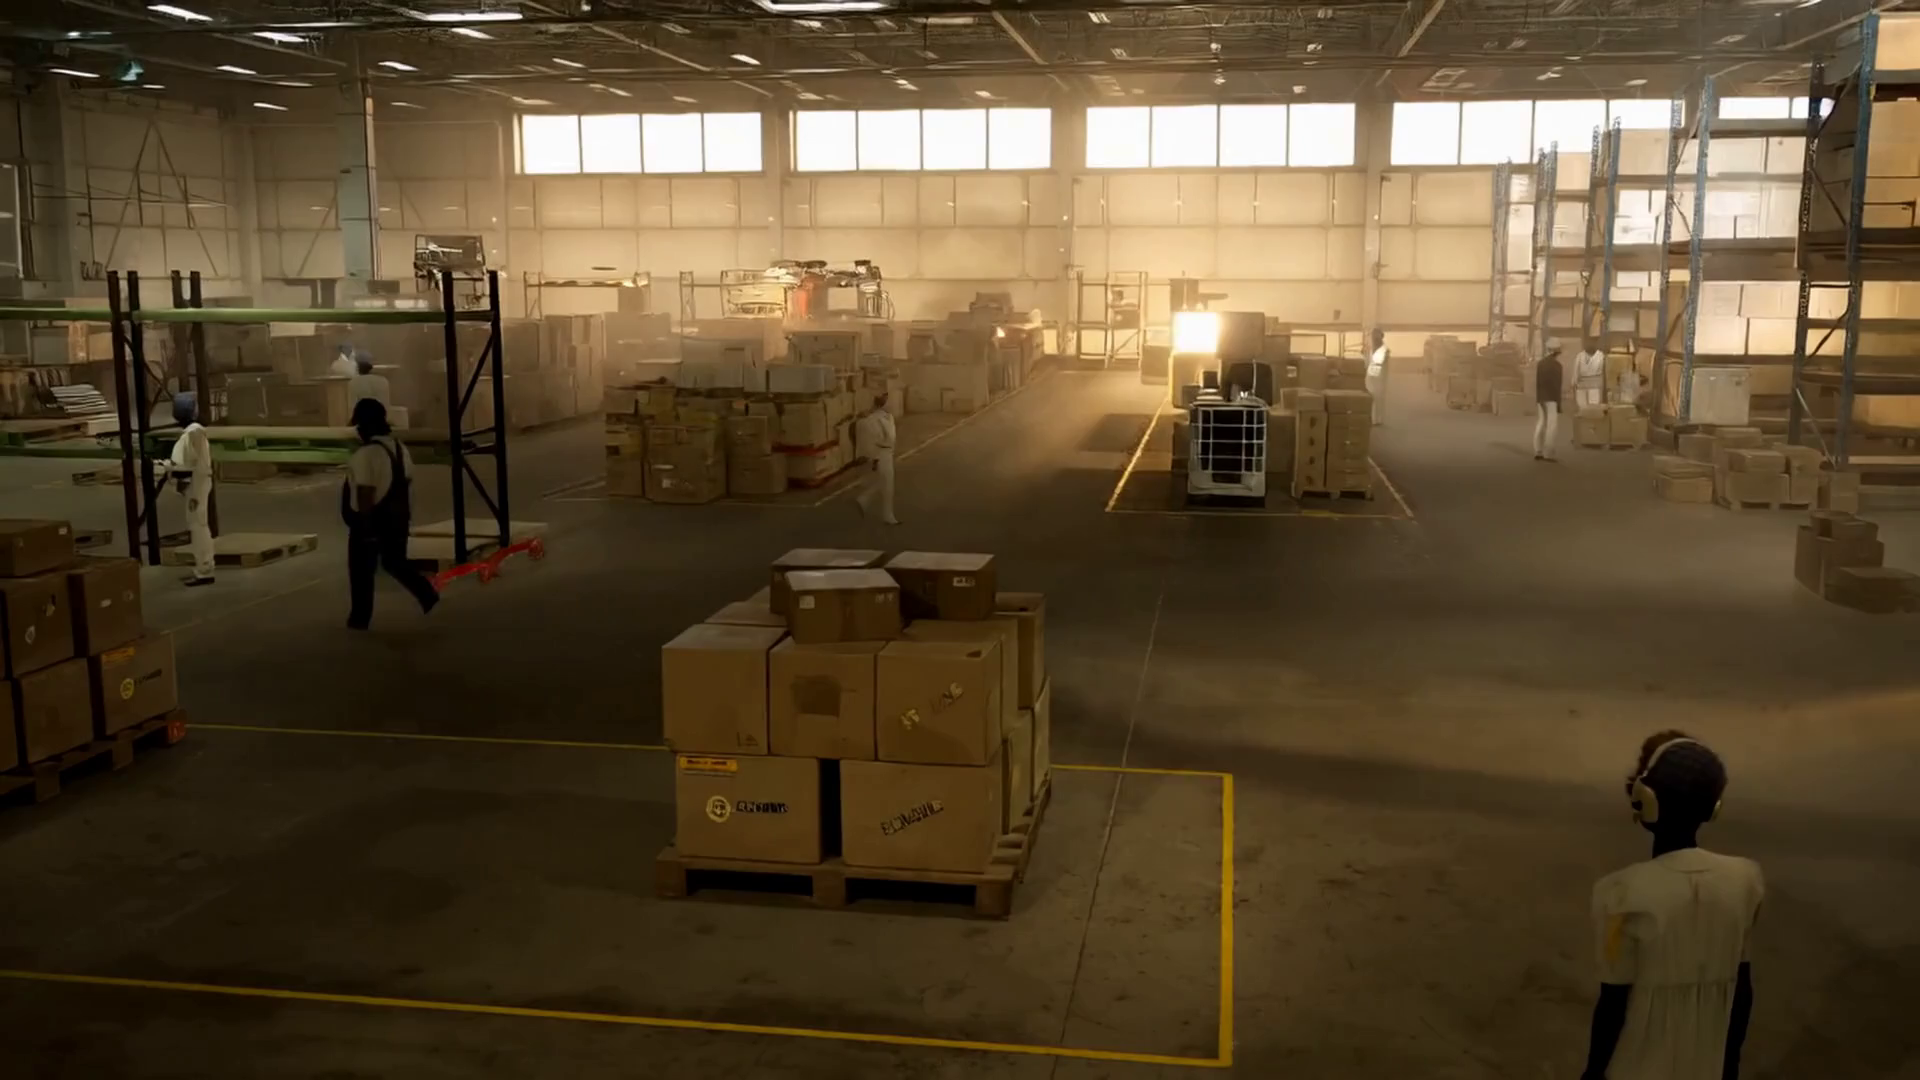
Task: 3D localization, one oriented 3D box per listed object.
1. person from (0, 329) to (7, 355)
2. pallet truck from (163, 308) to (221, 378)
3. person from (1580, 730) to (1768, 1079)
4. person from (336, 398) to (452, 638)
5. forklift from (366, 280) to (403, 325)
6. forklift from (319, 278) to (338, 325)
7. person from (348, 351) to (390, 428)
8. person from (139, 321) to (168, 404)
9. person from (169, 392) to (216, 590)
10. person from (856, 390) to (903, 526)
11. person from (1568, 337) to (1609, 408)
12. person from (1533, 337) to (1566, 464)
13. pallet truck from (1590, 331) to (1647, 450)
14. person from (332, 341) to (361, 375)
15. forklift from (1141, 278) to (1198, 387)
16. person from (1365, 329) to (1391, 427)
[{"bbox_3d":[-22.573,-4.139,39.083,0.315,1.696,0.541,-2,9,-10],"label":"person"},{"bbox_3d":[-21.869,-5.598,47.154,0.823,1.965,1.885,4,10,26],"label":"pallet truck"},{"bbox_3d":[1.813,1.409,4.329,0.510,1.872,0.328,-3,10,-18],"label":"person"},{"bbox_3d":[-4.707,-0.197,13.711,0.882,2.000,0.695,2,10,15],"label":"person"},{"bbox_3d":[-12.302,-4.178,35.681,1.873,2.768,1.129,1,9,9],"label":"forklift"},{"bbox_3d":[-16.429,-5.429,43.396,1.873,2.768,1.129,-3,10,-17],"label":"forklift"},{"bbox_3d":[-8.150,-1.640,22.960,0.388,1.927,0.589,8,12,42],"label":"person"},{"bbox_3d":[-18.375,-4.062,37.910,0.622,1.932,0.368,1,9,9],"label":"person"},{"bbox_3d":[-7.329,-0.469,15.867,0.345,1.883,0.584,-6,11,-32],"label":"person"},{"bbox_3d":[-0.976,-0.983,19.853,0.608,1.623,0.520,4,10,24],"label":"person"},{"bbox_3d":[11.453,-2.786,30.394,0.639,1.816,0.761,7,12,37],"label":"person"},{"bbox_3d":[9.286,-2.195,26.183,0.392,1.991,0.612,-2,9,-13],"label":"person"},{"bbox_3d":[11.253,-2.573,28.499,0.823,1.965,1.885,5,10,27],"label":"pallet truck"},{"bbox_3d":[-9.853,-2.279,27.025,1.017,1.884,0.637,1,9,7],"label":"person"},{"bbox_3d":[5.772,-5.410,43.278,1.873,2.768,1.129,-4,10,-23],"label":"forklift"},{"bbox_3d":[8.099,-3.138,32.263,0.397,1.911,0.587,-5,10,-27],"label":"person"}]
